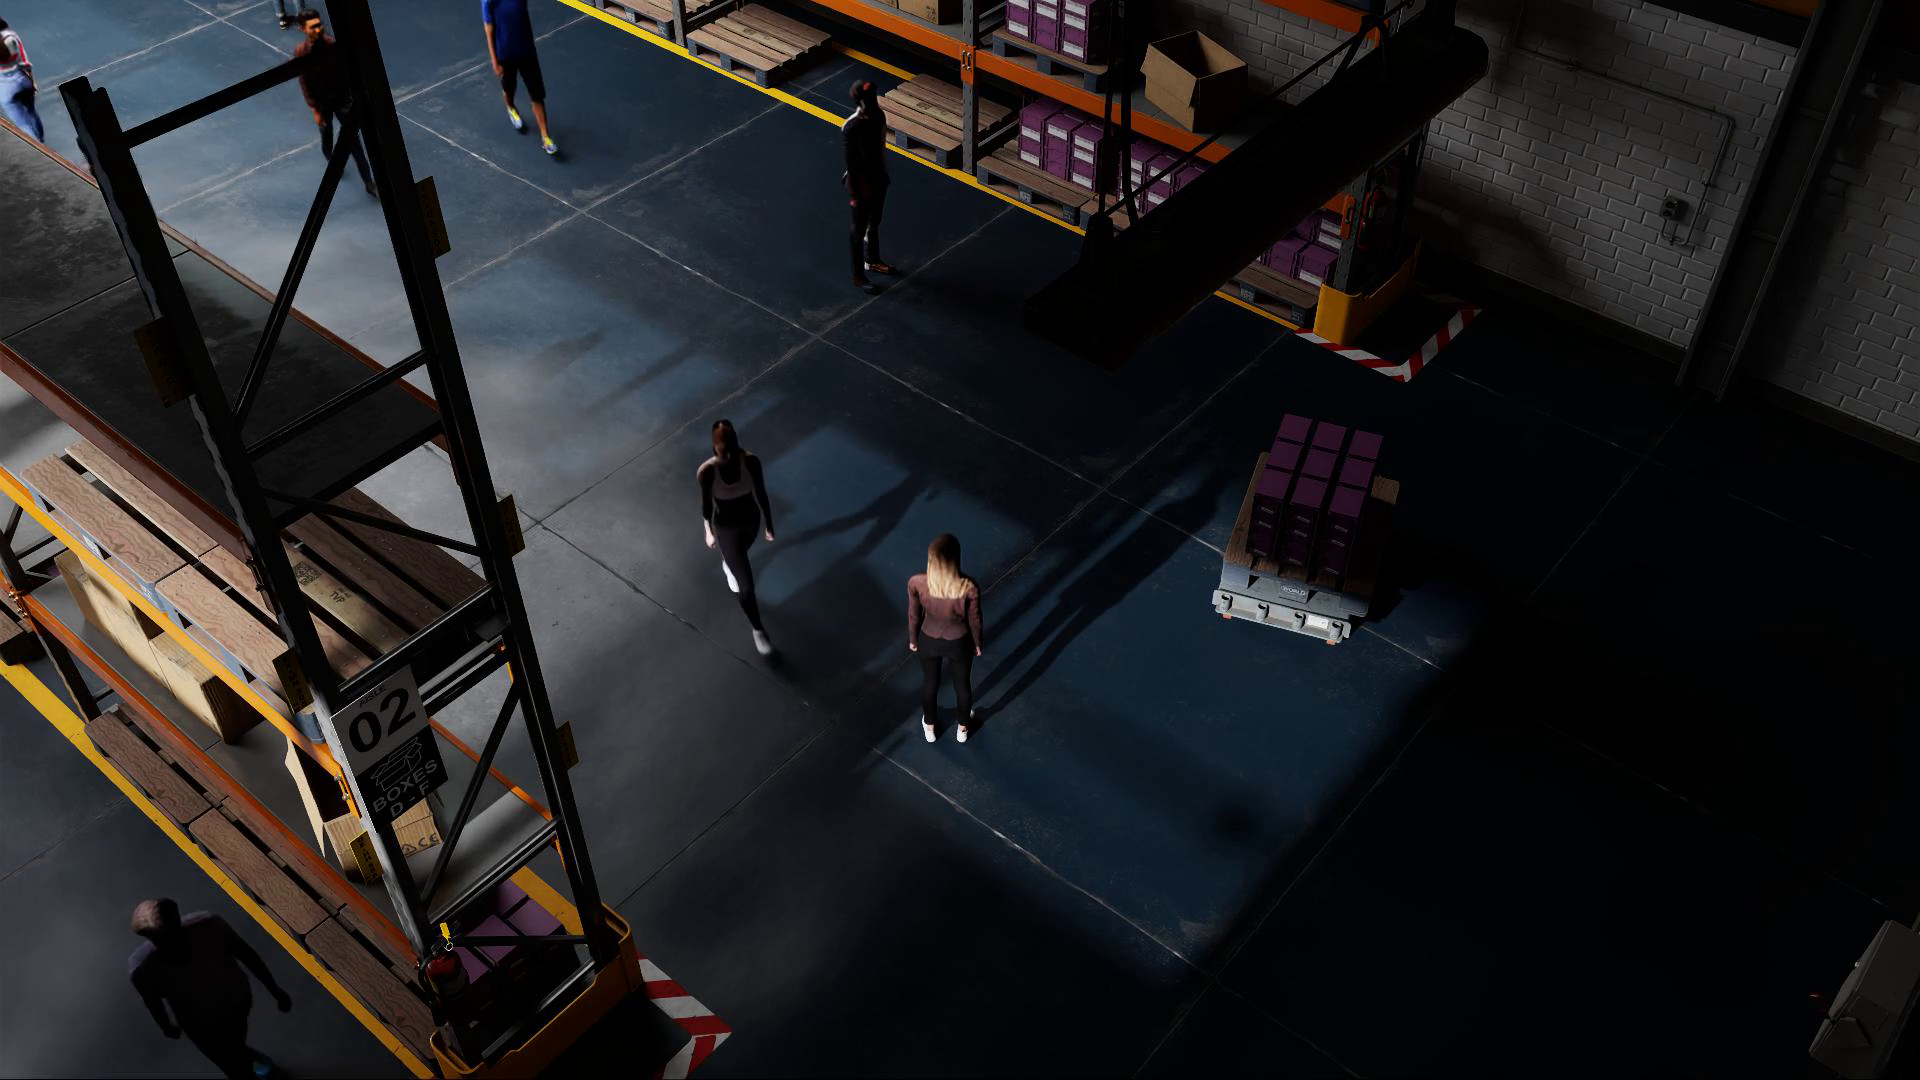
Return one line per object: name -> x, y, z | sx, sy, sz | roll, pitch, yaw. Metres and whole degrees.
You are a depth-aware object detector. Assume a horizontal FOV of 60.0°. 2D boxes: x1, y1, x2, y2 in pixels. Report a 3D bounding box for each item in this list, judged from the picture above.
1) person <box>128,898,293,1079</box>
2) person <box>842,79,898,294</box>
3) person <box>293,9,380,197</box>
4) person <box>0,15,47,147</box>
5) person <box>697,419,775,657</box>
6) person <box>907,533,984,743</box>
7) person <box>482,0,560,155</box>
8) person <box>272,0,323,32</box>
person -> -3.837, 2.324, 8.463 | 1.176, 1.836, 0.716 | 26, 50, 25
person -> -0.785, -3.014, 14.025 | 0.642, 1.893, 0.718 | 22, 48, 22
person -> -5.809, -4.026, 15.197 | 0.812, 1.741, 1.209 | -29, 51, -27
person -> -8.789, -4.181, 15.473 | 0.681, 1.584, 1.058 | -32, 52, -29
person -> -1.512, -0.132, 11.142 | 0.937, 1.697, 1.246 | -18, 46, -18
person -> -0.096, 0.631, 10.337 | 0.634, 1.703, 0.738 | 4, 44, 4
person -> -4.271, -4.651, 15.798 | 0.899, 1.818, 1.311 | -24, 49, -23
person -> -7.229, -6.271, 17.497 | 0.657, 1.820, 0.810 | 9, 44, 10
